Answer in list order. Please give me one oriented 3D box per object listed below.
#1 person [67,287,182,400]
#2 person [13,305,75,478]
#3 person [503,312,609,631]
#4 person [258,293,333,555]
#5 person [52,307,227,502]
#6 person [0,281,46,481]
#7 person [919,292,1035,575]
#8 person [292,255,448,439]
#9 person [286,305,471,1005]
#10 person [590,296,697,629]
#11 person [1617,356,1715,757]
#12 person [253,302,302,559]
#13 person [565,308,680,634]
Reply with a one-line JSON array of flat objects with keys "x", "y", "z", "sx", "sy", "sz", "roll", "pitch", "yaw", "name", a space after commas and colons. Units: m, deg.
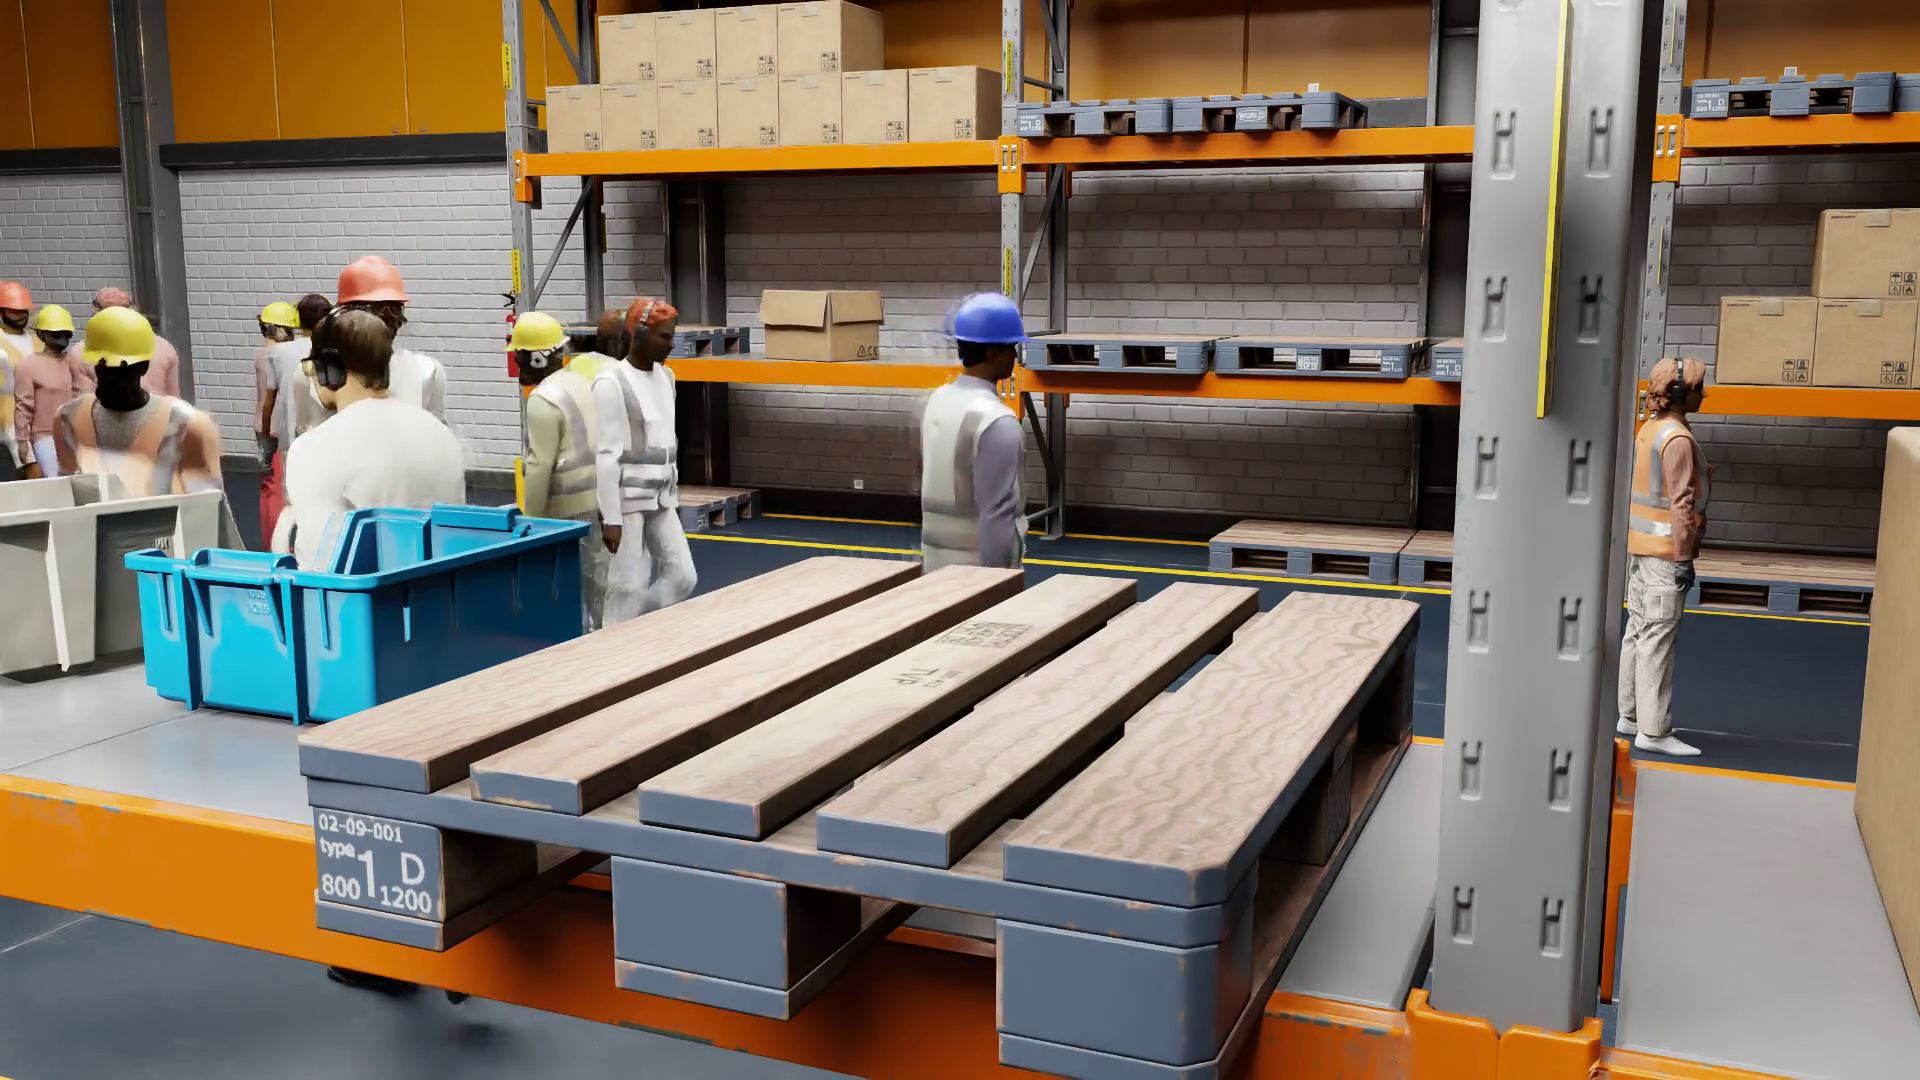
[{"x": -5.005, "y": -0.586, "z": 10.085, "sx": 0.655, "sy": 1.879, "sz": 0.781, "roll": -9, "pitch": 13, "yaw": -42, "name": "person"}, {"x": -5.803, "y": -0.643, "z": 10.793, "sx": 0.546, "sy": 1.747, "sz": 0.537, "roll": 5, "pitch": 11, "yaw": 26, "name": "person"}, {"x": -1.942, "y": -0.179, "z": 7.895, "sx": 0.883, "sy": 1.784, "sz": 0.604, "roll": 1, "pitch": 9, "yaw": 4, "name": "person"}, {"x": -3.897, "y": -0.535, "z": 9.870, "sx": 0.576, "sy": 1.839, "sz": 0.604, "roll": 0, "pitch": 9, "yaw": -1, "name": "person"}, {"x": -2.917, "y": 0.093, "z": 6.061, "sx": 0.605, "sy": 1.874, "sz": 0.706, "roll": 2, "pitch": 10, "yaw": 10, "name": "person"}, {"x": -6.591, "y": -0.856, "z": 11.637, "sx": 0.920, "sy": 1.907, "sz": 0.559, "roll": 4, "pitch": 10, "yaw": 21, "name": "person"}, {"x": -0.011, "y": 0.084, "z": 5.929, "sx": 0.825, "sy": 1.926, "sz": 0.608, "roll": -5, "pitch": 11, "yaw": -29, "name": "person"}, {"x": -2.243, "y": -0.070, "z": 6.472, "sx": 0.607, "sy": 2.048, "sz": 0.370, "roll": -9, "pitch": 13, "yaw": -44, "name": "person"}, {"x": -1.473, "y": 0.328, "z": 4.488, "sx": 0.621, "sy": 1.913, "sz": 0.640, "roll": 4, "pitch": 10, "yaw": 21, "name": "person"}, {"x": -1.448, "y": -0.155, "z": 7.485, "sx": 0.440, "sy": 1.868, "sz": 0.661, "roll": 4, "pitch": 10, "yaw": 22, "name": "person"}, {"x": 2.918, "y": 0.063, "z": 6.893, "sx": 0.307, "sy": 1.641, "sz": 0.514, "roll": 1, "pitch": 10, "yaw": 7, "name": "person"}, {"x": -4.547, "y": -0.705, "z": 11.140, "sx": 0.337, "sy": 1.760, "sz": 0.526, "roll": -6, "pitch": 11, "yaw": -31, "name": "person"}, {"x": -1.716, "y": -0.235, "z": 8.236, "sx": 0.735, "sy": 1.803, "sz": 0.476, "roll": 8, "pitch": 12, "yaw": 39, "name": "person"}]
